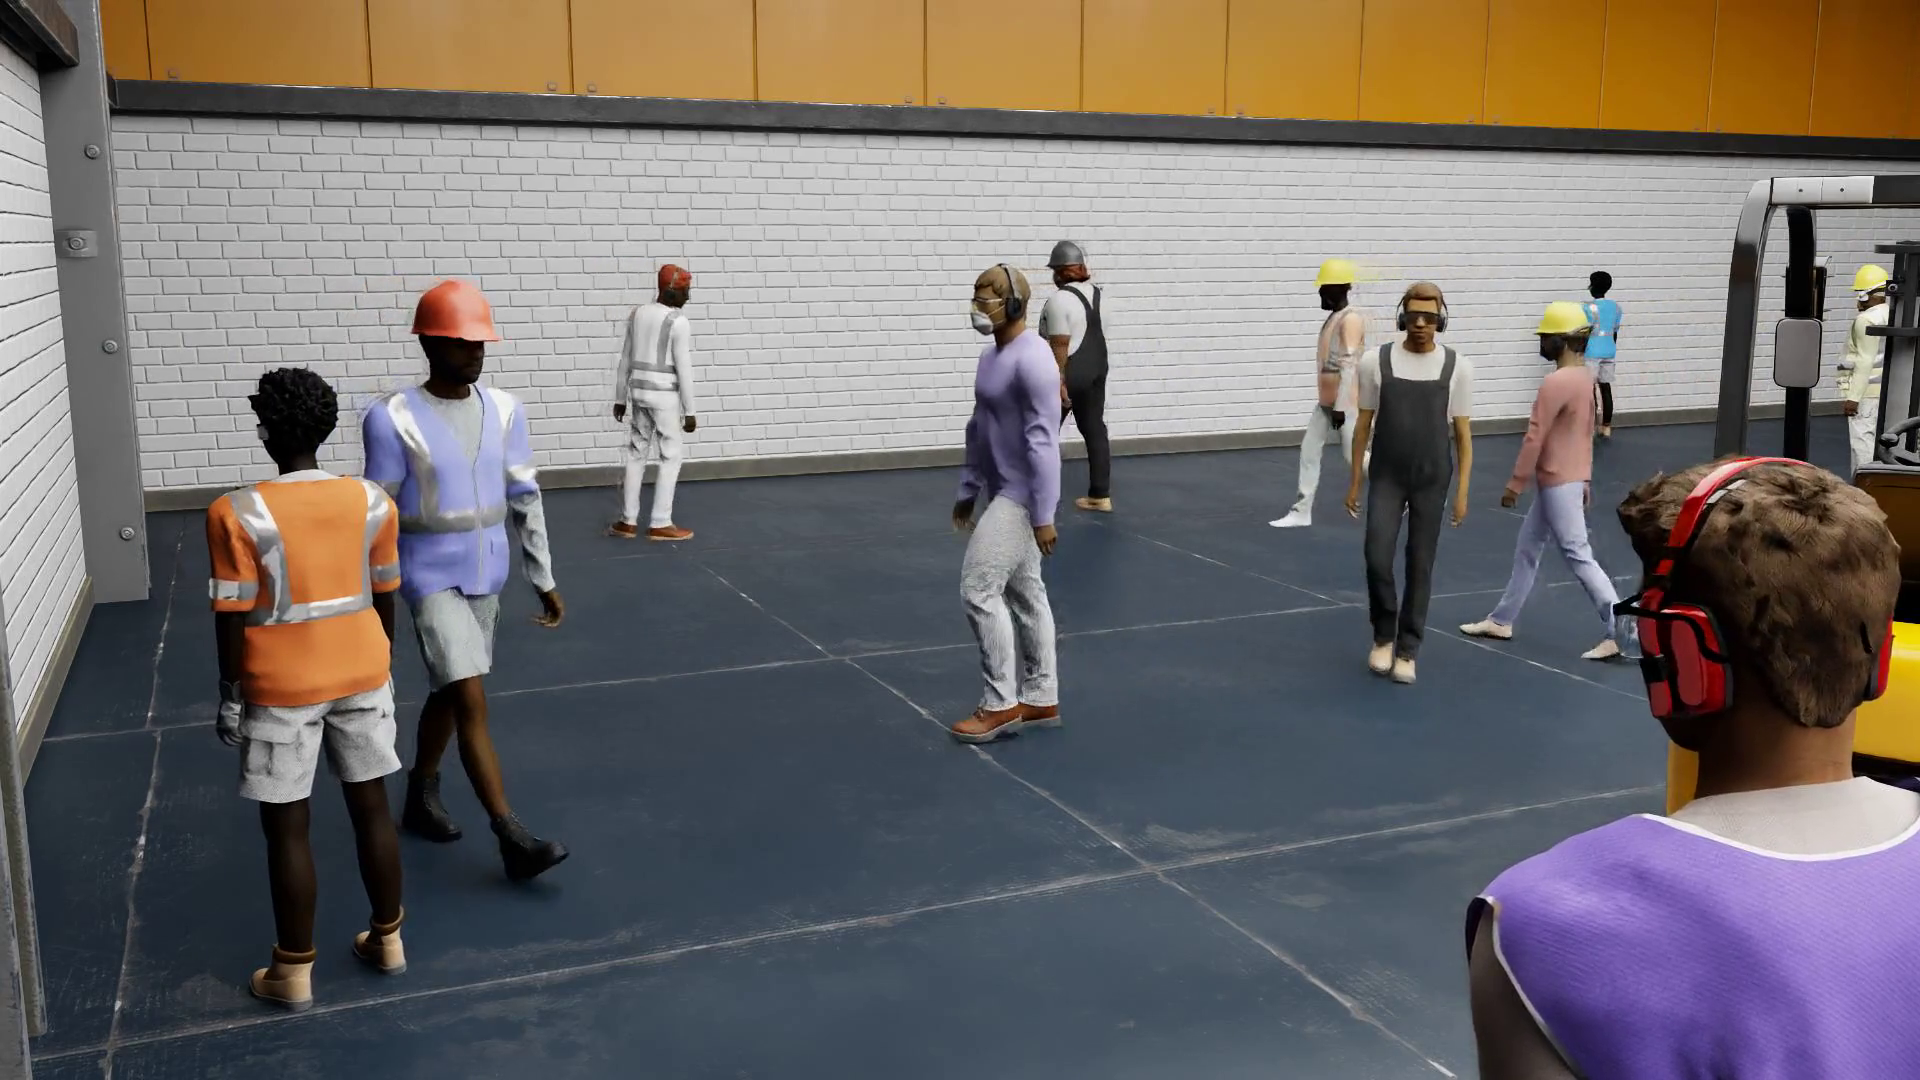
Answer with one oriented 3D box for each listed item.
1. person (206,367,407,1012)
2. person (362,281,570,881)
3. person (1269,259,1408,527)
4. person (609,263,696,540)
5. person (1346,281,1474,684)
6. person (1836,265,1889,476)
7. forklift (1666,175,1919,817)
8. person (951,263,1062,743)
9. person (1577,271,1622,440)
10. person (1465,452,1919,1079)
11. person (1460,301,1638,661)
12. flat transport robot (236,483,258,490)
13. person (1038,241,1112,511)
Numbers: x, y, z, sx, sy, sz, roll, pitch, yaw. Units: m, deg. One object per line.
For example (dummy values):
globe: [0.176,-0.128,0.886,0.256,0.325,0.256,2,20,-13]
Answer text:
person: [-1.723,0.389,4.442,0.320,1.690,0.535,8,13,38]
person: [-1.585,0.125,5.344,0.975,1.890,0.553,8,13,37]
person: [2.691,-1.003,11.563,0.928,1.893,0.600,-1,10,-5]
person: [-2.091,-0.918,11.186,0.748,1.860,0.375,7,12,34]
person: [2.032,-0.247,7.533,0.548,1.832,0.405,2,11,13]
person: [6.659,-1.097,12.233,0.592,1.828,0.404,-9,14,-41]
forklift: [2.810,0.094,4.662,1.214,2.155,2.313,7,12,34]
person: [0.137,-0.146,6.729,0.661,1.915,0.645,-2,10,-11]
person: [6.427,-1.859,16.796,0.540,1.695,0.317,-6,12,-28]
person: [0.691,0.842,1.510,0.566,1.841,0.390,-3,11,-16]
person: [2.926,-0.293,8.087,0.898,1.726,0.523,7,12,34]
flat transport robot: [-4.670,-0.247,11.843,0.652,0.197,1.431,-7,12,-34]
person: [0.764,-1.252,12.500,0.689,2.000,0.973,-10,14,-44]
